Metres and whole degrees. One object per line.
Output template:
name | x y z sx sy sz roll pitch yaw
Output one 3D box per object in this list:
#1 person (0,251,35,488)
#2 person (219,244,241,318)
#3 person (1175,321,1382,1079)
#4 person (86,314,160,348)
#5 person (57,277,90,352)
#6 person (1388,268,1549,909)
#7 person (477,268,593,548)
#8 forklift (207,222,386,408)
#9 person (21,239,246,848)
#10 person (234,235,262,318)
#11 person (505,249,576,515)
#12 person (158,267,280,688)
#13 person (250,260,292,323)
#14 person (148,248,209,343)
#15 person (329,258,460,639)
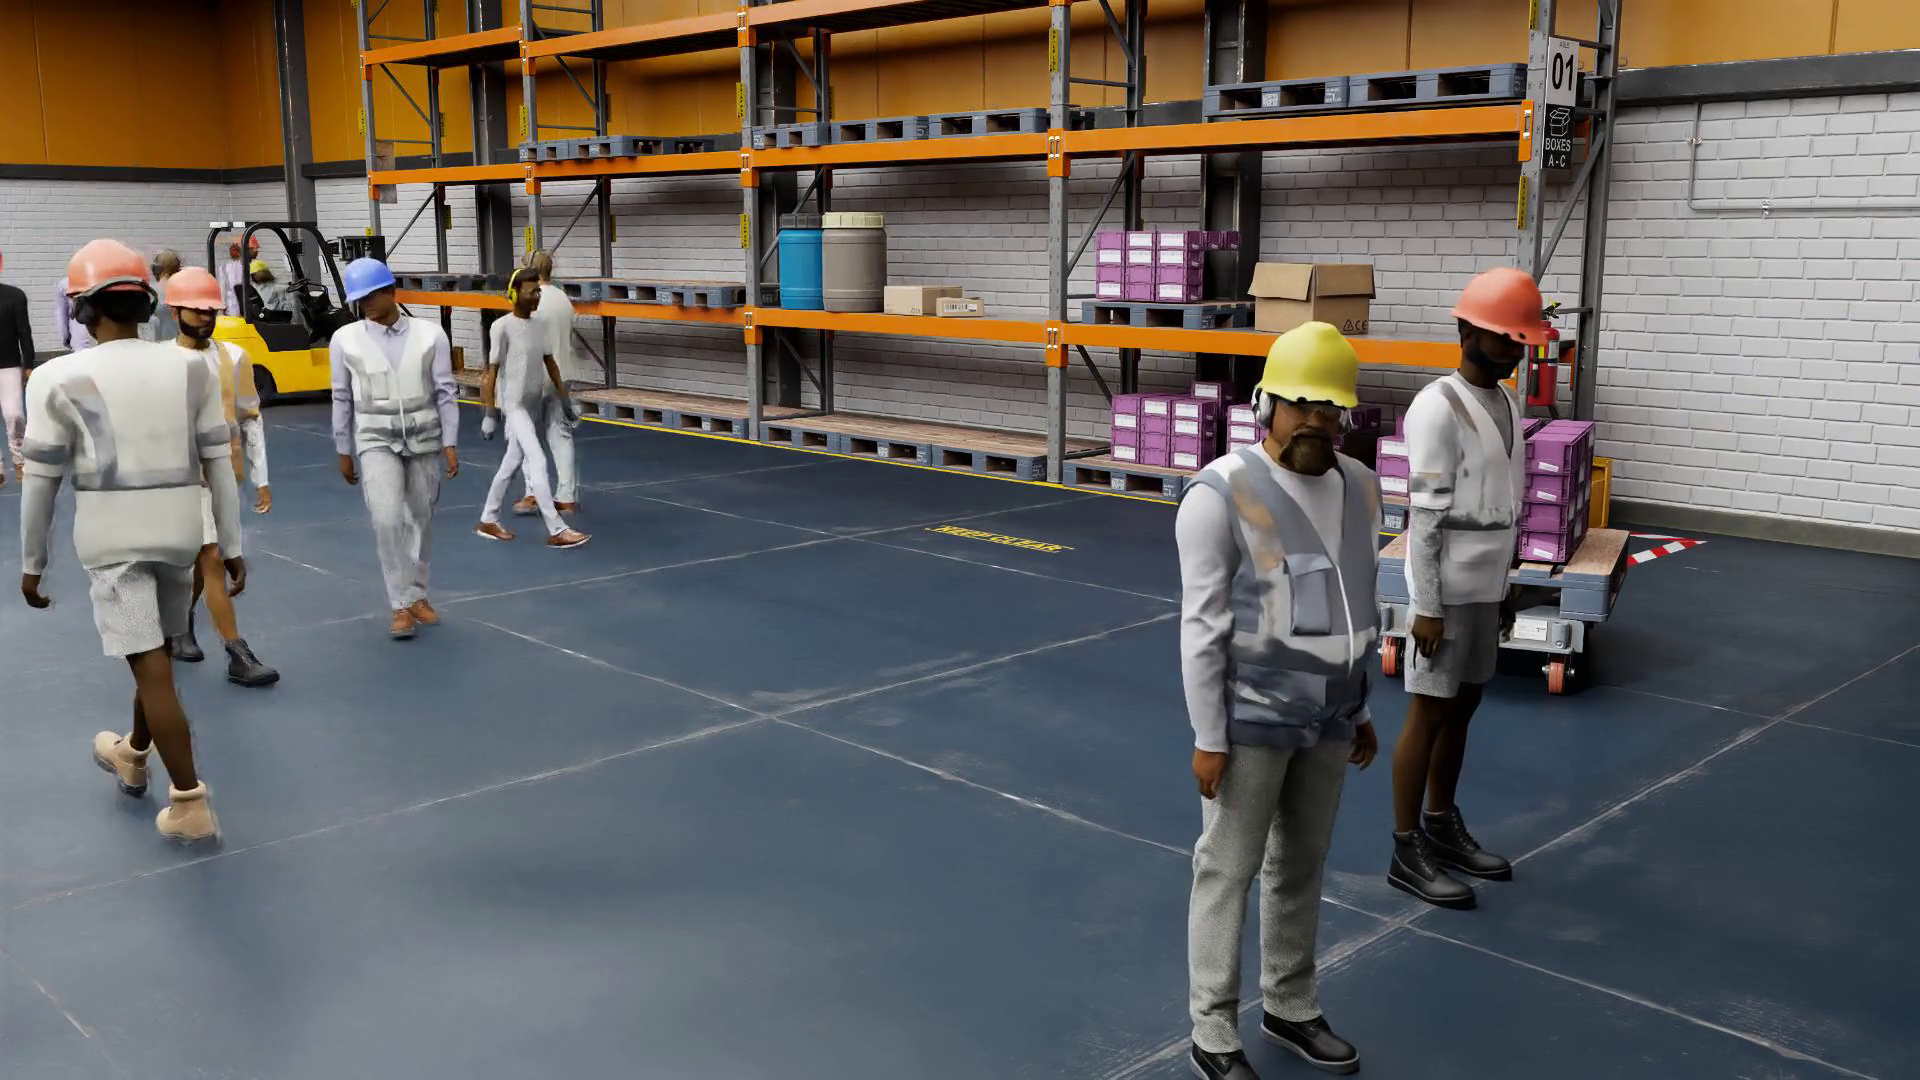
person | -7.751 -1.380 13.272 0.646 1.963 0.431 -4 11 -21
person | -11.260 -3.681 26.044 0.581 1.882 0.339 -2 11 -11
person | 0.774 0.404 3.922 0.591 1.828 0.404 -7 12 -32
person | -5.072 -0.775 10.238 0.323 1.871 0.528 4 11 23
person | -9.652 -2.293 18.534 0.676 1.852 0.976 -4 11 -22
person | 1.564 0.144 5.079 0.391 1.924 0.547 10 14 42
person | -2.843 -0.860 10.865 0.973 1.817 0.520 4 11 19
forklift | -8.169 -2.758 20.163 2.313 2.155 1.214 -10 14 -44
person | -2.852 0.003 5.635 1.002 1.995 0.639 8 13 37
person | -9.846 -3.240 23.236 0.524 2.029 0.635 -3 11 -15
person | -3.048 -1.125 11.996 0.580 1.920 0.661 4 11 19
person | -3.490 -0.305 7.659 1.011 1.890 0.545 7 13 35
person | -9.065 -2.818 21.860 0.511 1.689 0.918 2 11 10
person | -6.390 -1.425 13.641 0.768 1.920 0.628 5 12 25
person | -2.822 -0.455 8.408 0.594 1.901 0.710 -5 12 -28
